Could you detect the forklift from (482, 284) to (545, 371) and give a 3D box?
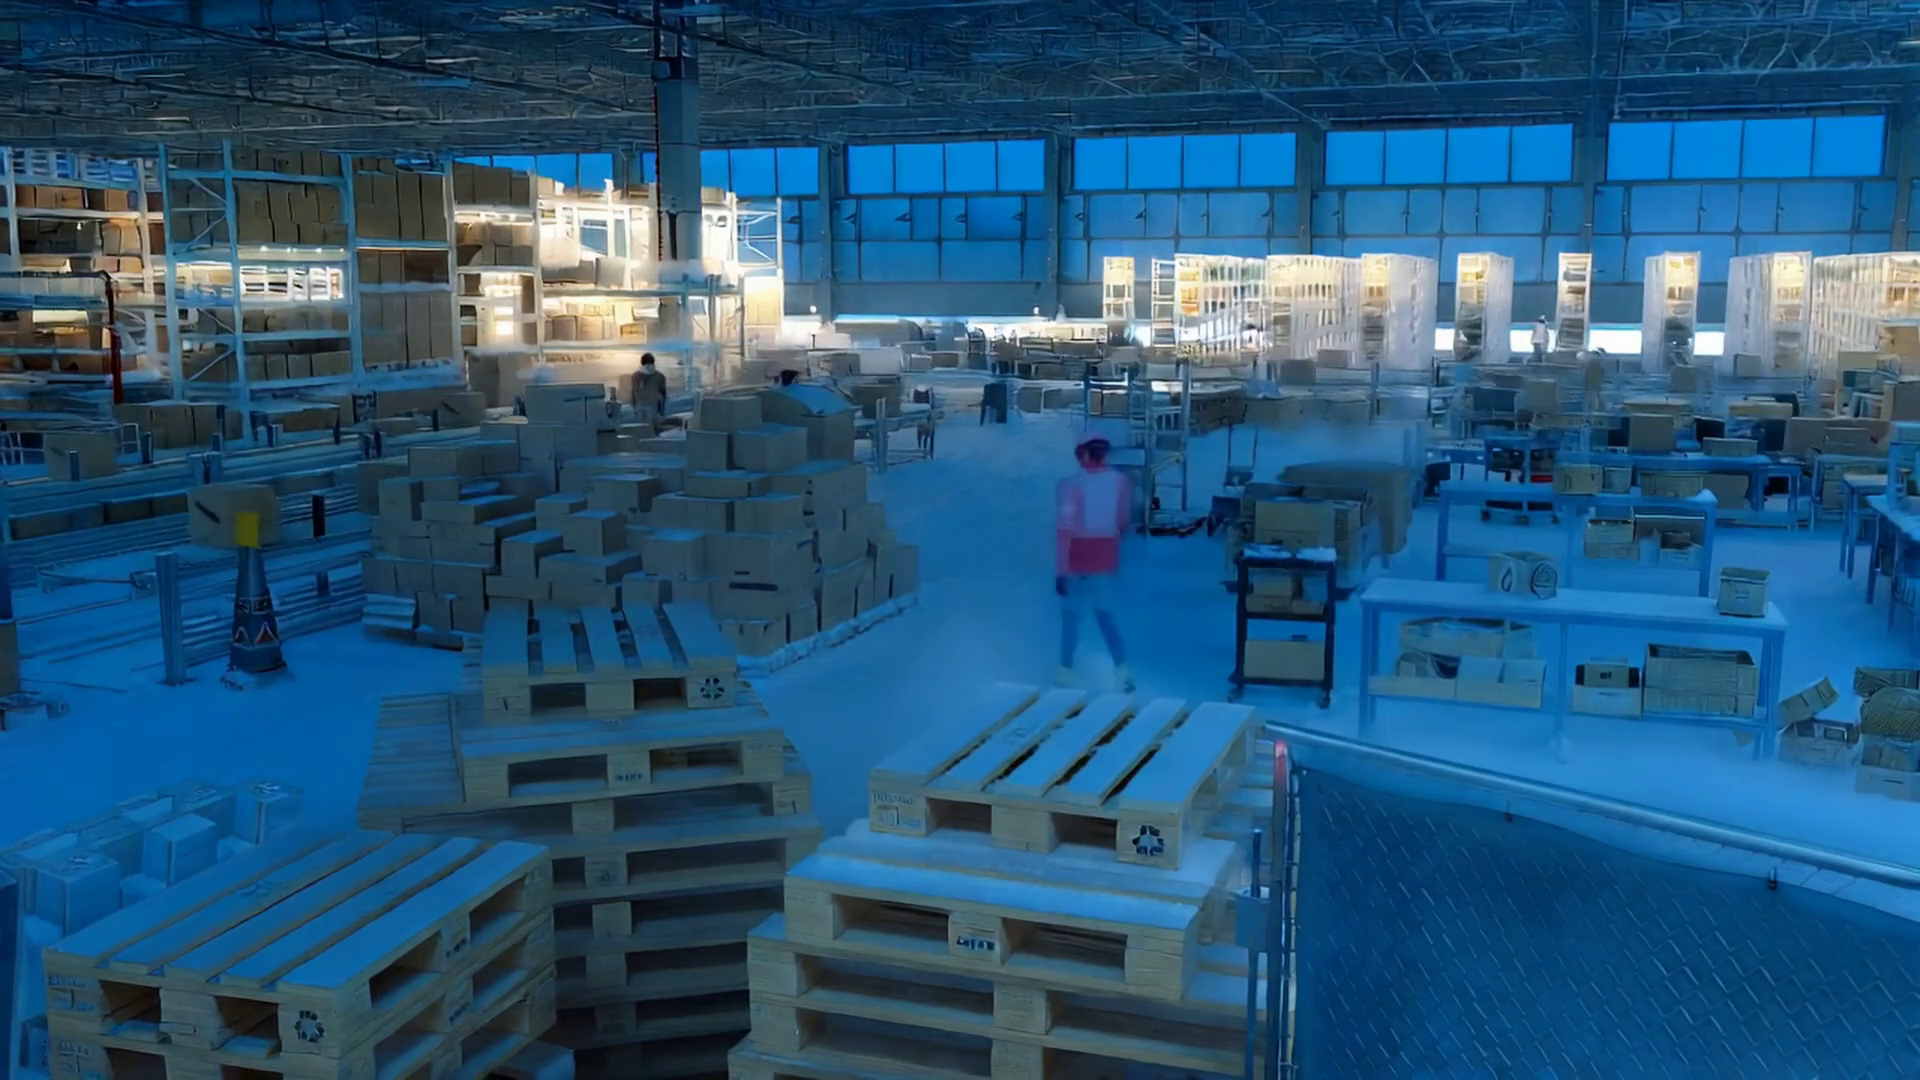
[{"bbox_3d":[-10.832,-4.702,39.610,1.129,2.768,1.873,3,10,20],"label":"forklift"}]

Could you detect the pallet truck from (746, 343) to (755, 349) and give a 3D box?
[{"bbox_3d":[-6.183,-4.618,44.264,1.601,1.201,0.680,-9,12,-43],"label":"pallet truck"}]

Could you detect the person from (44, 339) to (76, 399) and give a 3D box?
[{"bbox_3d":[-22.018,-4.184,40.453,0.532,1.578,0.869,7,11,38],"label":"person"}]

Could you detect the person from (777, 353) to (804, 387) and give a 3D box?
[{"bbox_3d":[-2.950,-2.406,28.940,0.542,1.678,0.477,4,10,23],"label":"person"}]

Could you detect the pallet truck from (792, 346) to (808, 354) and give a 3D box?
[{"bbox_3d":[-3.705,-4.298,42.022,0.653,1.274,1.630,3,10,20],"label":"pallet truck"}]

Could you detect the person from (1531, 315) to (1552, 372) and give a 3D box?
[{"bbox_3d":[18.037,-6.092,51.695,0.600,1.809,0.812,4,10,26],"label":"person"}]

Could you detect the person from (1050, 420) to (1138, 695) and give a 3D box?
[{"bbox_3d":[0.941,0.151,11.893,0.616,2.015,0.928,-4,10,-23],"label":"person"}]

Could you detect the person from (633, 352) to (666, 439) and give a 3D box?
[{"bbox_3d":[-4.986,-2.075,26.449,0.633,1.806,0.669,3,9,17],"label":"person"}]

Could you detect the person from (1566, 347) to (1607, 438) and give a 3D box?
[{"bbox_3d":[11.736,-2.740,30.931,0.847,1.715,0.521,-3,9,-15],"label":"person"}]

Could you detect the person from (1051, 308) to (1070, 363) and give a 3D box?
[{"bbox_3d":[3.234,-6.457,53.403,0.622,1.993,0.382,2,9,11],"label":"person"}]

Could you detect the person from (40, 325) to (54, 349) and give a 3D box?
[{"bbox_3d":[-25.785,-5.255,47.004,0.534,1.623,0.370,3,10,21],"label":"person"}]
